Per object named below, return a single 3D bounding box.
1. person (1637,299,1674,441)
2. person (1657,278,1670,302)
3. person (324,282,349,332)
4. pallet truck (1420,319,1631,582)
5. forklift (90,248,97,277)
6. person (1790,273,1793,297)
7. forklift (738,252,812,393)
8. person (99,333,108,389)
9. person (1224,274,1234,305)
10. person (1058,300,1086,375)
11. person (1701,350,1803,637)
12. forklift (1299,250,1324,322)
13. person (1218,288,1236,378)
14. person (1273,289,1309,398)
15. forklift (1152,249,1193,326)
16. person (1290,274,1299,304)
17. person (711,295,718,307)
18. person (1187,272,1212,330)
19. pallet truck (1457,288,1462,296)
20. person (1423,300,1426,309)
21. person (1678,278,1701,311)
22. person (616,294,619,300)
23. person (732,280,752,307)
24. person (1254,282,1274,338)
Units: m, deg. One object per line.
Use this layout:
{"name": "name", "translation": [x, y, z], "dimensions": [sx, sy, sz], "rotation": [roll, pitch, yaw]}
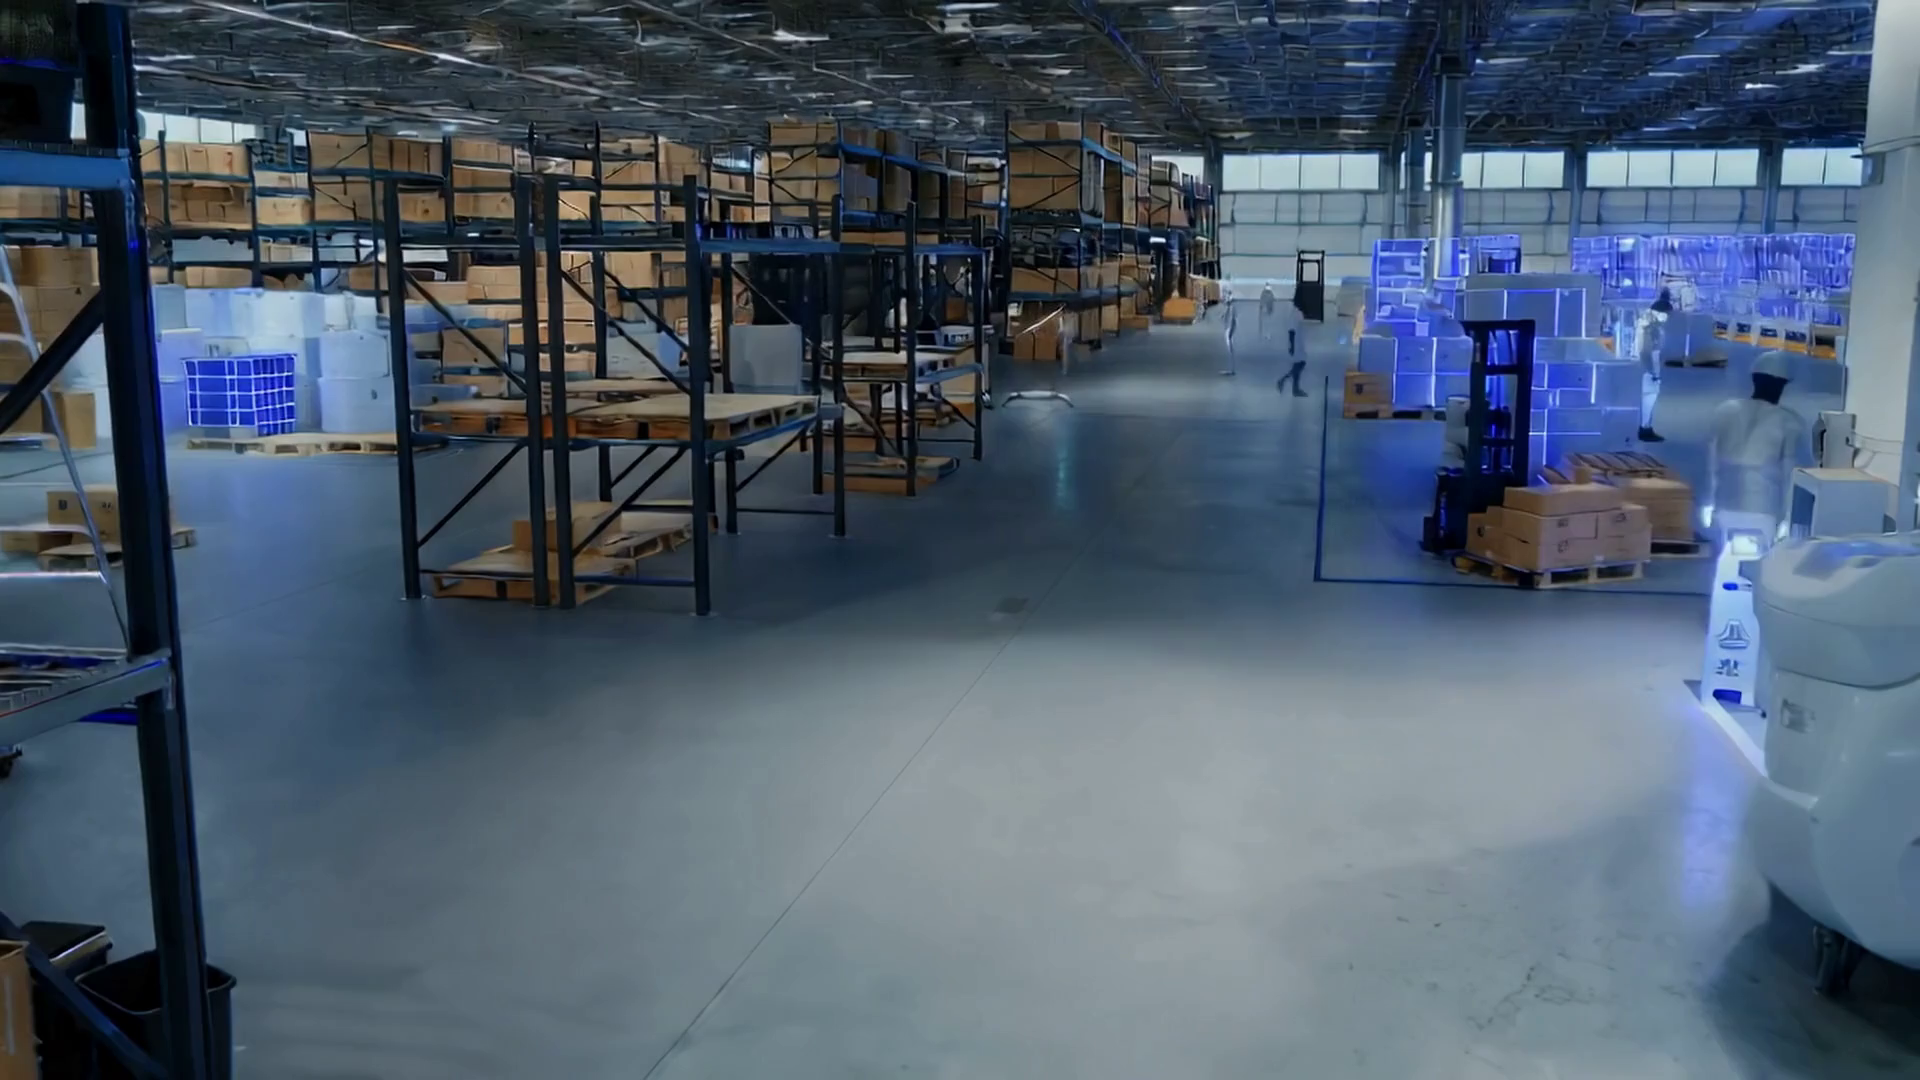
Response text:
{"name": "person", "translation": [9.520, -2.324, 22.768], "dimensions": [0.376, 1.934, 0.548], "rotation": [3, 10, 16]}
{"name": "person", "translation": [24.570, -8.232, 58.101], "dimensions": [0.403, 1.820, 0.600], "rotation": [7, 12, 34]}
{"name": "person", "translation": [-14.443, -4.968, 38.413], "dimensions": [0.632, 1.940, 0.372], "rotation": [-2, 10, -9]}
{"name": "pallet truck", "translation": [4.543, -0.757, 13.299], "dimensions": [0.823, 1.965, 1.885], "rotation": [-4, 10, -22]}
{"name": "forklift", "translation": [-26.228, -7.535, 50.828], "dimensions": [1.129, 2.768, 1.873], "rotation": [2, 10, 12]}
{"name": "person", "translation": [39.851, -11.880, 79.642], "dimensions": [0.586, 1.836, 0.404], "rotation": [-4, 10, -21]}
{"name": "forklift", "translation": [-3.375, -4.178, 30.947], "dimensions": [1.129, 2.768, 1.873], "rotation": [2, 10, 12]}
{"name": "person", "translation": [-10.899, -2.100, 21.817], "dimensions": [0.668, 1.805, 0.702], "rotation": [2, 10, 14]}
{"name": "person", "translation": [13.703, -12.687, 84.700], "dimensions": [0.535, 1.747, 0.622], "rotation": [3, 10, 16]}
{"name": "person", "translation": [2.410, -4.362, 35.764], "dimensions": [0.631, 1.615, 0.523], "rotation": [-3, 10, -16]}
{"name": "person", "translation": [5.003, -0.245, 10.536], "dimensions": [0.466, 1.902, 0.609], "rotation": [-7, 12, -36]}
{"name": "forklift", "translation": [13.778, -10.002, 65.433], "dimensions": [1.129, 2.768, 1.873], "rotation": [2, 10, 12]}
{"name": "person", "translation": [5.618, -4.339, 34.892], "dimensions": [0.310, 1.868, 0.533], "rotation": [0, 10, -2]}
{"name": "person", "translation": [5.951, -3.497, 29.681], "dimensions": [0.514, 1.952, 0.619], "rotation": [3, 10, 20]}
{"name": "forklift", "translation": [7.646, -9.320, 61.395], "dimensions": [1.873, 2.768, 1.129], "rotation": [2, 10, 11]}
{"name": "person", "translation": [18.583, -13.811, 91.473], "dimensions": [0.821, 1.710, 0.573], "rotation": [7, 12, 37]}
{"name": "person", "translation": [-6.123, -5.265, 40.244], "dimensions": [0.589, 1.915, 0.393], "rotation": [-1, 10, -5]}
{"name": "person", "translation": [8.404, -8.343, 58.164], "dimensions": [0.820, 2.018, 0.617], "rotation": [2, 10, 14]}
{"name": "pallet truck", "translation": [20.506, -9.785, 68.819], "dimensions": [0.653, 1.274, 1.630], "rotation": [2, 10, 12]}
{"name": "person", "translation": [15.813, -7.802, 56.126], "dimensions": [0.287, 1.626, 0.497], "rotation": [-7, 12, -35]}
{"name": "person", "translation": [23.368, -7.455, 53.315], "dimensions": [0.647, 1.882, 0.781], "rotation": [3, 10, 18]}
{"name": "person", "translation": [-8.461, -5.245, 40.967], "dimensions": [0.525, 1.631, 0.313], "rotation": [0, 10, 1]}
{"name": "person", "translation": [-5.948, -6.136, 45.334], "dimensions": [0.551, 1.932, 0.378], "rotation": [2, 10, 13]}
{"name": "person", "translation": [9.577, -7.218, 52.294], "dimensions": [0.554, 1.733, 0.805], "rotation": [-3, 10, -18]}
